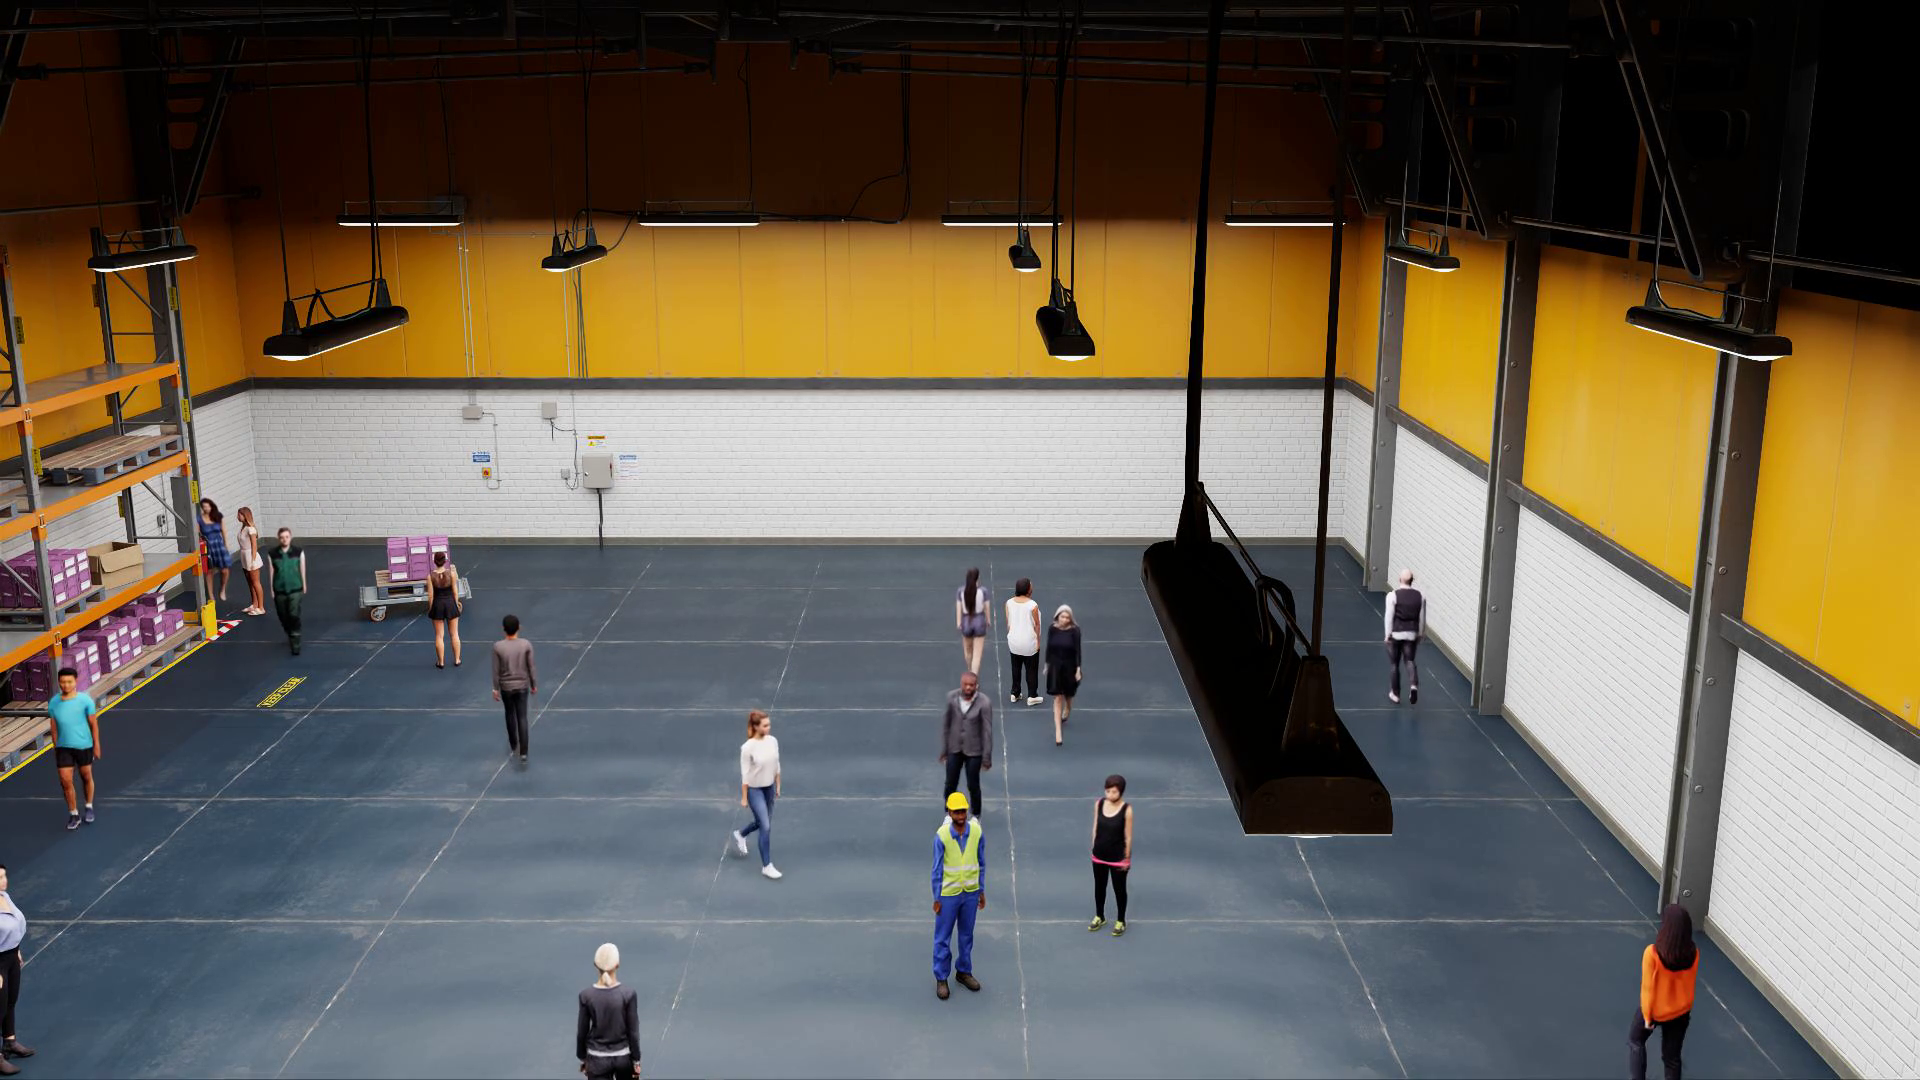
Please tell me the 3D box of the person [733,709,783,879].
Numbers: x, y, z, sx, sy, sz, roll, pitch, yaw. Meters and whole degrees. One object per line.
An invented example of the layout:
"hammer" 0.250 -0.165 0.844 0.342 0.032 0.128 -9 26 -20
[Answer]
"person" -2.070 2.517 16.713 1.079 1.697 1.049 12 18 40

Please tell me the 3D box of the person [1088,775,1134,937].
"person" 1.411 2.895 15.462 0.630 1.551 0.667 8 16 31

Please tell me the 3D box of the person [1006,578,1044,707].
"person" 0.849 1.307 21.732 0.763 1.687 0.798 10 17 35

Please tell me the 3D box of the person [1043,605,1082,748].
"person" 1.264 1.614 20.444 0.742 1.697 1.187 3 14 12

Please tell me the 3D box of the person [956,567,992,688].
"person" 0.177 1.202 22.321 0.751 1.613 1.057 3 14 13

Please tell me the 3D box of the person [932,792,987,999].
"person" -0.017 3.029 14.353 0.738 1.813 0.710 -5 15 -21

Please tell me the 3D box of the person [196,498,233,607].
"person" -11.729 0.208 26.076 0.831 1.778 0.887 -9 17 -34

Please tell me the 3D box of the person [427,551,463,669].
"person" -7.198 0.959 23.197 0.664 1.674 0.686 -6 15 -24

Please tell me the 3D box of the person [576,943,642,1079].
"person" -2.486 3.702 11.806 0.658 1.702 1.023 -1 14 -4

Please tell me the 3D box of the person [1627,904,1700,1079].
"person" 5.293 3.551 12.361 0.650 1.735 0.658 -1 14 -6

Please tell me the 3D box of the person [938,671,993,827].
"person" 0.066 2.231 17.669 0.794 1.803 0.708 5 15 20

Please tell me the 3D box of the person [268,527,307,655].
"person" -9.676 0.709 23.932 0.888 1.814 1.206 -4 14 -18

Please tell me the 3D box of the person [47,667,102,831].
"person" -9.504 2.198 17.899 0.750 1.760 0.863 -4 14 -15

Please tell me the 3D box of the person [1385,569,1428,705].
"person" 5.757 1.293 21.532 0.721 1.808 0.965 -1 14 -4

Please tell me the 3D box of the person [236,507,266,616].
"person" -11.019 0.309 25.832 0.728 1.697 0.662 -12 18 -40

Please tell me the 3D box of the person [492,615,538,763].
"person" -5.252 1.789 19.641 0.882 1.733 1.206 -3 14 -11

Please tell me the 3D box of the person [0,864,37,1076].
"person" -7.588 3.359 13.138 0.725 1.743 0.529 -2 14 -7
